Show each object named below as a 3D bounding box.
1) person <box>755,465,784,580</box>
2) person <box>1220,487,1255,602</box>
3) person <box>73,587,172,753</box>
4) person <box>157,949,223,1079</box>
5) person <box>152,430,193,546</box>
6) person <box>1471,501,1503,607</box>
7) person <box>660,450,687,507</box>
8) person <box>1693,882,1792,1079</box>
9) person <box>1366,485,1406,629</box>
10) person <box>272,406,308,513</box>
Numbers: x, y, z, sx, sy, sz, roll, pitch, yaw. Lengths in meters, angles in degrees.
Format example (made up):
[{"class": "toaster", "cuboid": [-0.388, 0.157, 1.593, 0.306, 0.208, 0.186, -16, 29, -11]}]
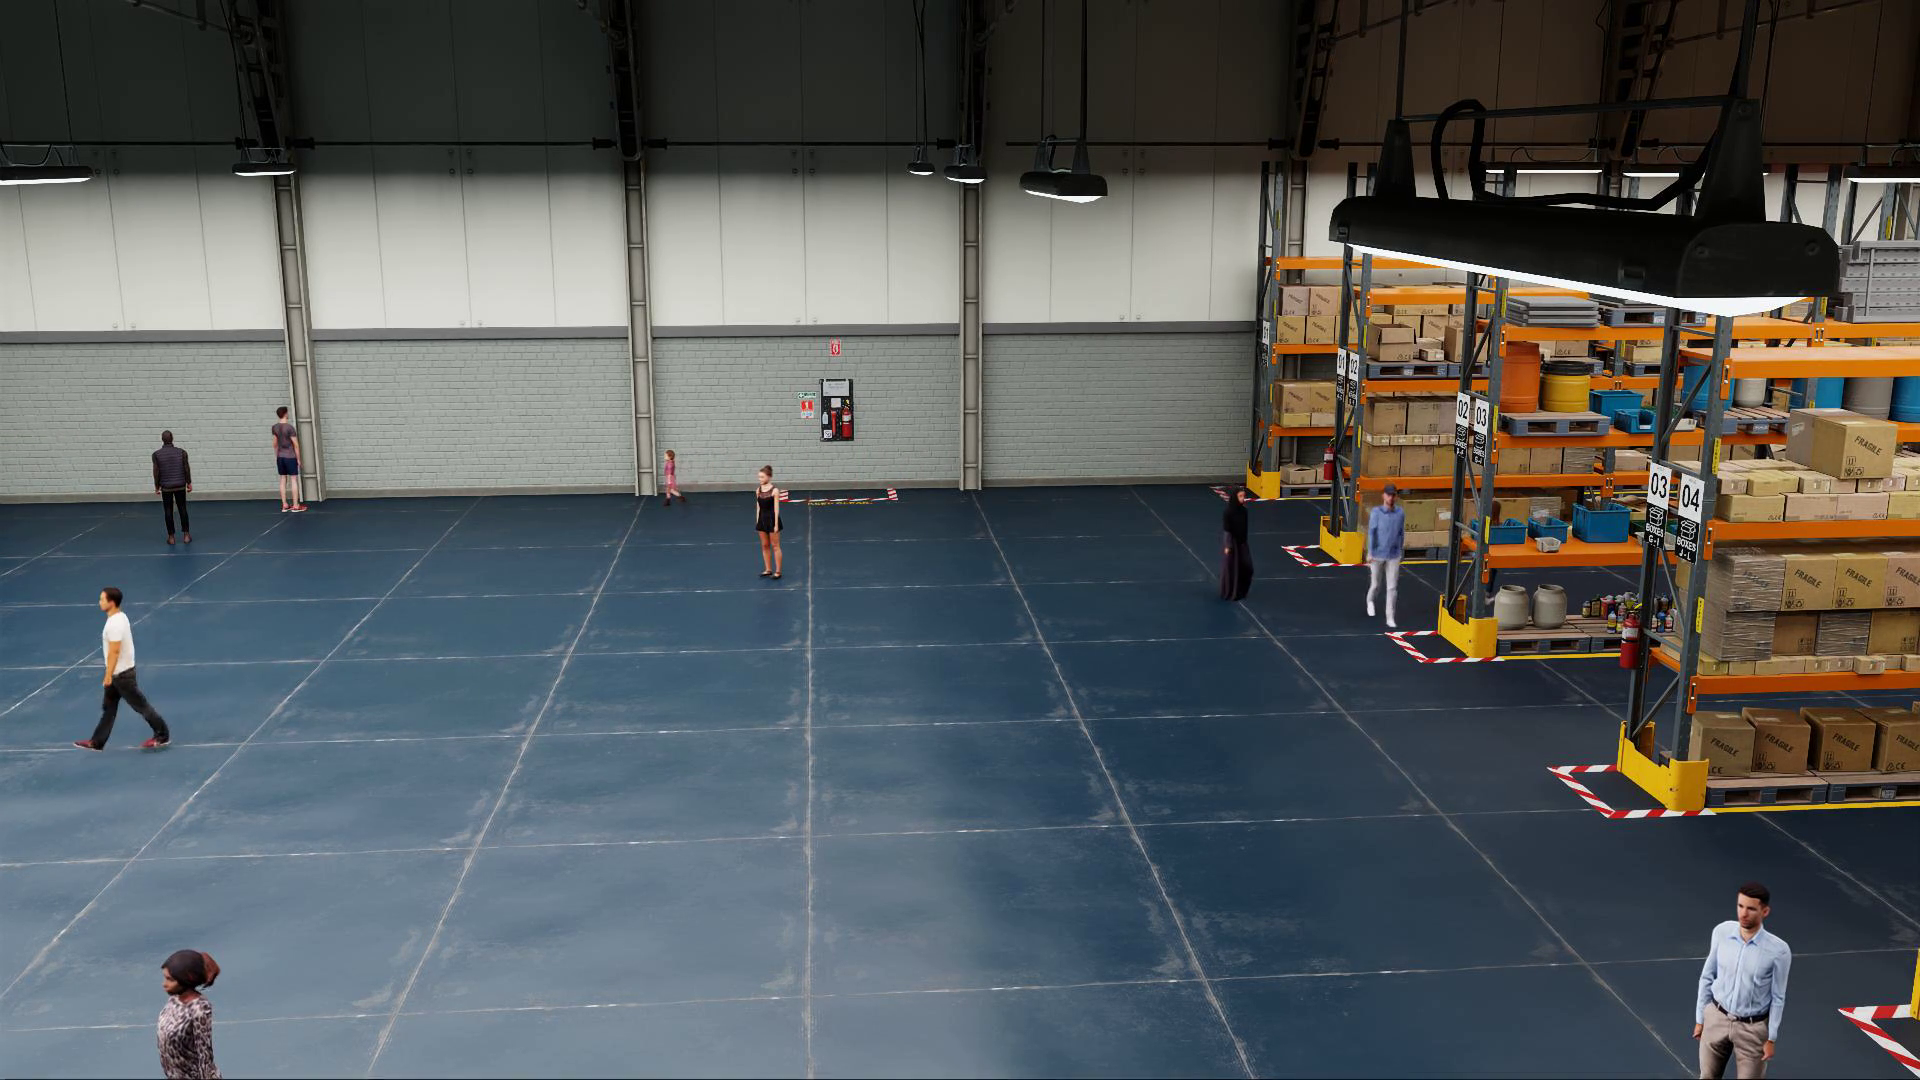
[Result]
[{"class": "person", "cuboid": [-2.806, -0.269, 24.493, 0.675, 1.681, 0.752, 8, 15, 32]}, {"class": "person", "cuboid": [3.794, 0.040, 23.318, 0.785, 1.608, 0.805, -6, 15, -26]}, {"class": "person", "cuboid": [-8.596, 1.368, 17.255, 1.236, 1.756, 0.954, -7, 15, -26]}, {"class": "person", "cuboid": [-4.414, 3.161, 9.602, 0.679, 1.717, 0.738, 11, 17, 40]}, {"class": "person", "cuboid": [-12.632, -0.857, 26.688, 0.672, 1.836, 0.838, -7, 15, -28]}, {"class": "person", "cuboid": [7.272, 0.191, 22.967, 0.681, 1.473, 0.629, -5, 14, -19]}, {"class": "person", "cuboid": [-5.102, -1.086, 29.504, 0.676, 1.011, 0.429, -1, 13, -3]}, {"class": "person", "cuboid": [4.761, 2.960, 10.180, 0.753, 1.848, 0.811, 11, 17, 40]}, {"class": "person", "cuboid": [5.646, 0.177, 22.152, 1.112, 1.868, 0.788, 0, 13, 1]}, {"class": "person", "cuboid": [-11.760, -1.415, 29.058, 0.610, 1.853, 0.770, 3, 13, 15]}]
